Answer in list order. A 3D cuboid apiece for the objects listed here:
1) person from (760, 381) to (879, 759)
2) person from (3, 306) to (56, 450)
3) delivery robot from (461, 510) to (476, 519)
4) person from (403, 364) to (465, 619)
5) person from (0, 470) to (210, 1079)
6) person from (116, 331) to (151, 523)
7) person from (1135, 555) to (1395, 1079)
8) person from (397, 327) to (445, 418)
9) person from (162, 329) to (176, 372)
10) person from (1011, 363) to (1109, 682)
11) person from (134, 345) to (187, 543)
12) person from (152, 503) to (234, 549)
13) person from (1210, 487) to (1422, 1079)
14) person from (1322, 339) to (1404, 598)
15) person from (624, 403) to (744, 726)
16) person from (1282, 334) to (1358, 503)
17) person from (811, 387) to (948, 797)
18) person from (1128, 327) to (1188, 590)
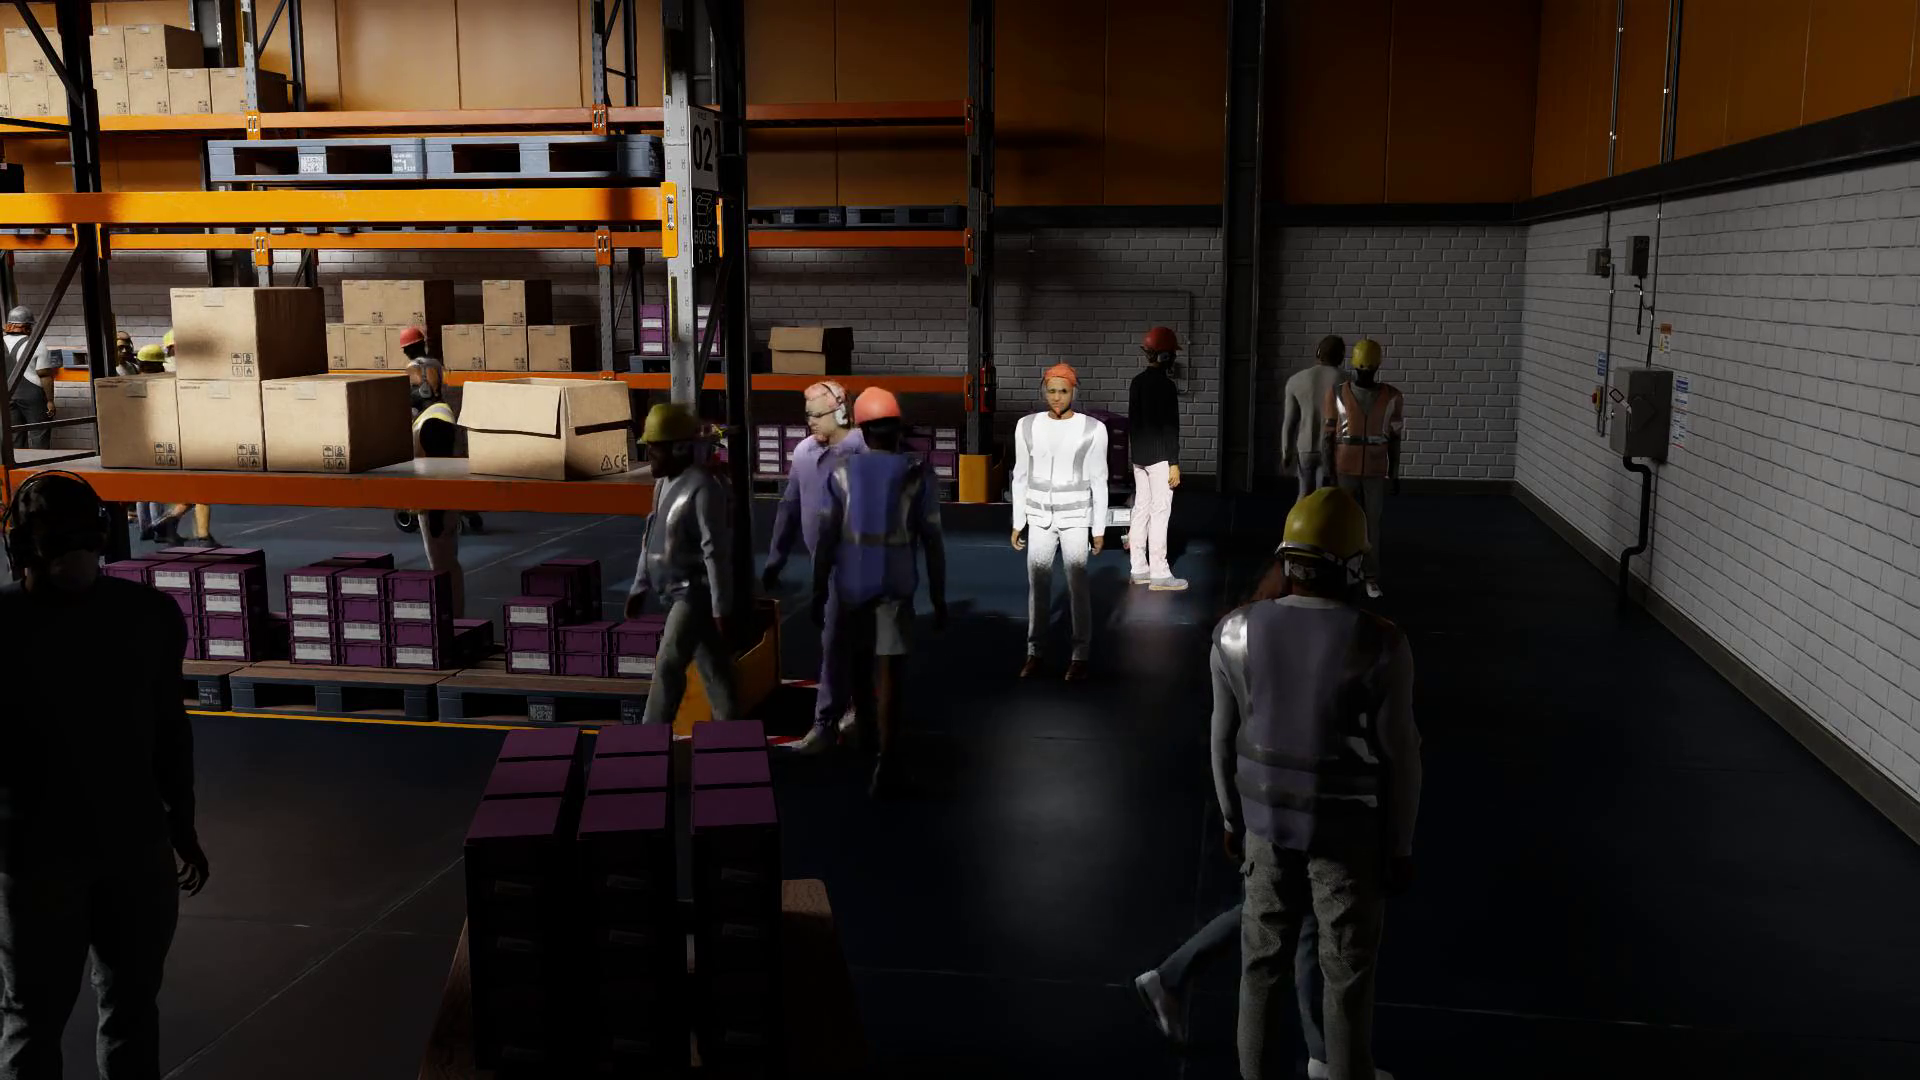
[{"bbox_3d":[-0.665,0.139,8.372,0.841,1.863,0.697,-8,12,-41],"label":"person"},{"bbox_3d":[-10.315,-1.570,18.427,0.690,2.000,0.538,1,9,6],"label":"person"},{"bbox_3d":[-4.817,-0.396,15.450,0.707,0.478,0.477,4,10,21],"label":"delivery robot"},{"bbox_3d":[-3.371,-0.210,10.650,0.430,1.835,0.623,-4,10,-21],"label":"person"},{"bbox_3d":[-2.178,0.787,4.120,0.352,1.937,0.635,7,11,35],"label":"person"},{"bbox_3d":[-8.052,-1.084,16.022,0.332,1.841,0.508,3,10,17],"label":"person"},{"bbox_3d":[0.913,0.819,4.943,0.721,1.609,0.508,2,9,10],"label":"person"},{"bbox_3d":[-5.352,-1.201,16.698,0.996,1.863,0.556,3,10,20],"label":"person"},{"bbox_3d":[-8.209,-1.310,17.517,0.645,1.811,0.601,9,13,43],"label":"person"},{"bbox_3d":[0.589,-0.101,9.826,0.581,1.879,0.346,4,10,21],"label":"person"},{"bbox_3d":[-7.202,-0.858,14.868,0.526,1.765,0.330,8,12,39],"label":"person"},{"bbox_3d":[-6.474,-0.804,14.042,0.597,1.920,0.562,-5,10,-29],"label":"person"},{"bbox_3d":[0.982,0.766,4.579,0.586,1.833,0.403,6,11,33],"label":"person"},{"bbox_3d":[2.969,-0.520,12.295,0.586,1.917,0.381,1,9,5],"label":"person"},{"bbox_3d":[-1.378,0.261,7.827,0.881,1.789,0.594,-4,10,-22],"label":"person"},{"bbox_3d":[2.922,-0.695,13.416,0.641,1.907,0.525,4,10,23],"label":"person"},{"bbox_3d":[-0.367,0.216,7.919,0.625,1.857,1.063,1,9,7],"label":"person"},{"bbox_3d":[1.498,-0.617,12.652,0.381,1.994,0.614,-4,10,-24],"label":"person"}]
